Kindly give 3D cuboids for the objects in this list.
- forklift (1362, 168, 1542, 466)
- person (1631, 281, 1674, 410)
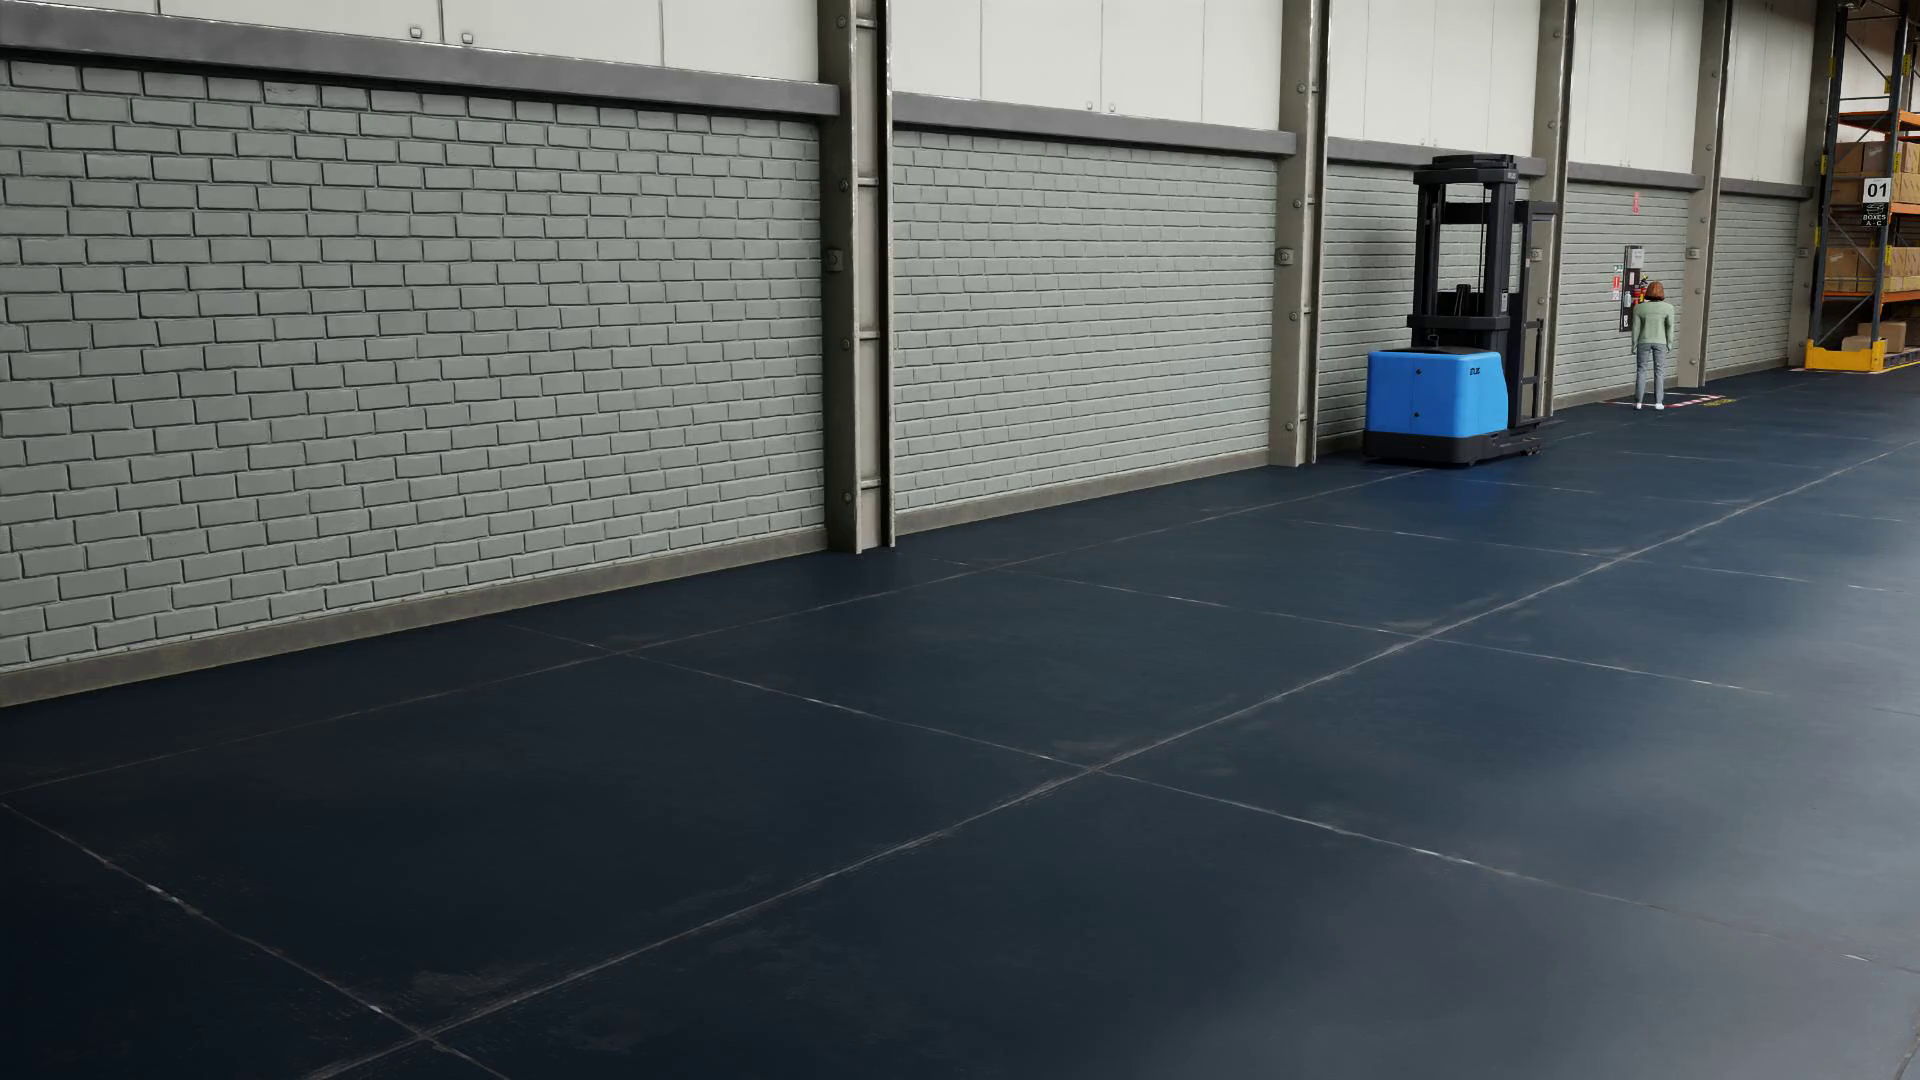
[{"bbox_3d":[4.875,-2.212,16.287,1.129,2.768,1.873,8,13,40],"label":"forklift"},{"bbox_3d":[8.848,-2.486,21.275,0.500,1.633,0.284,4,11,21],"label":"person"}]
